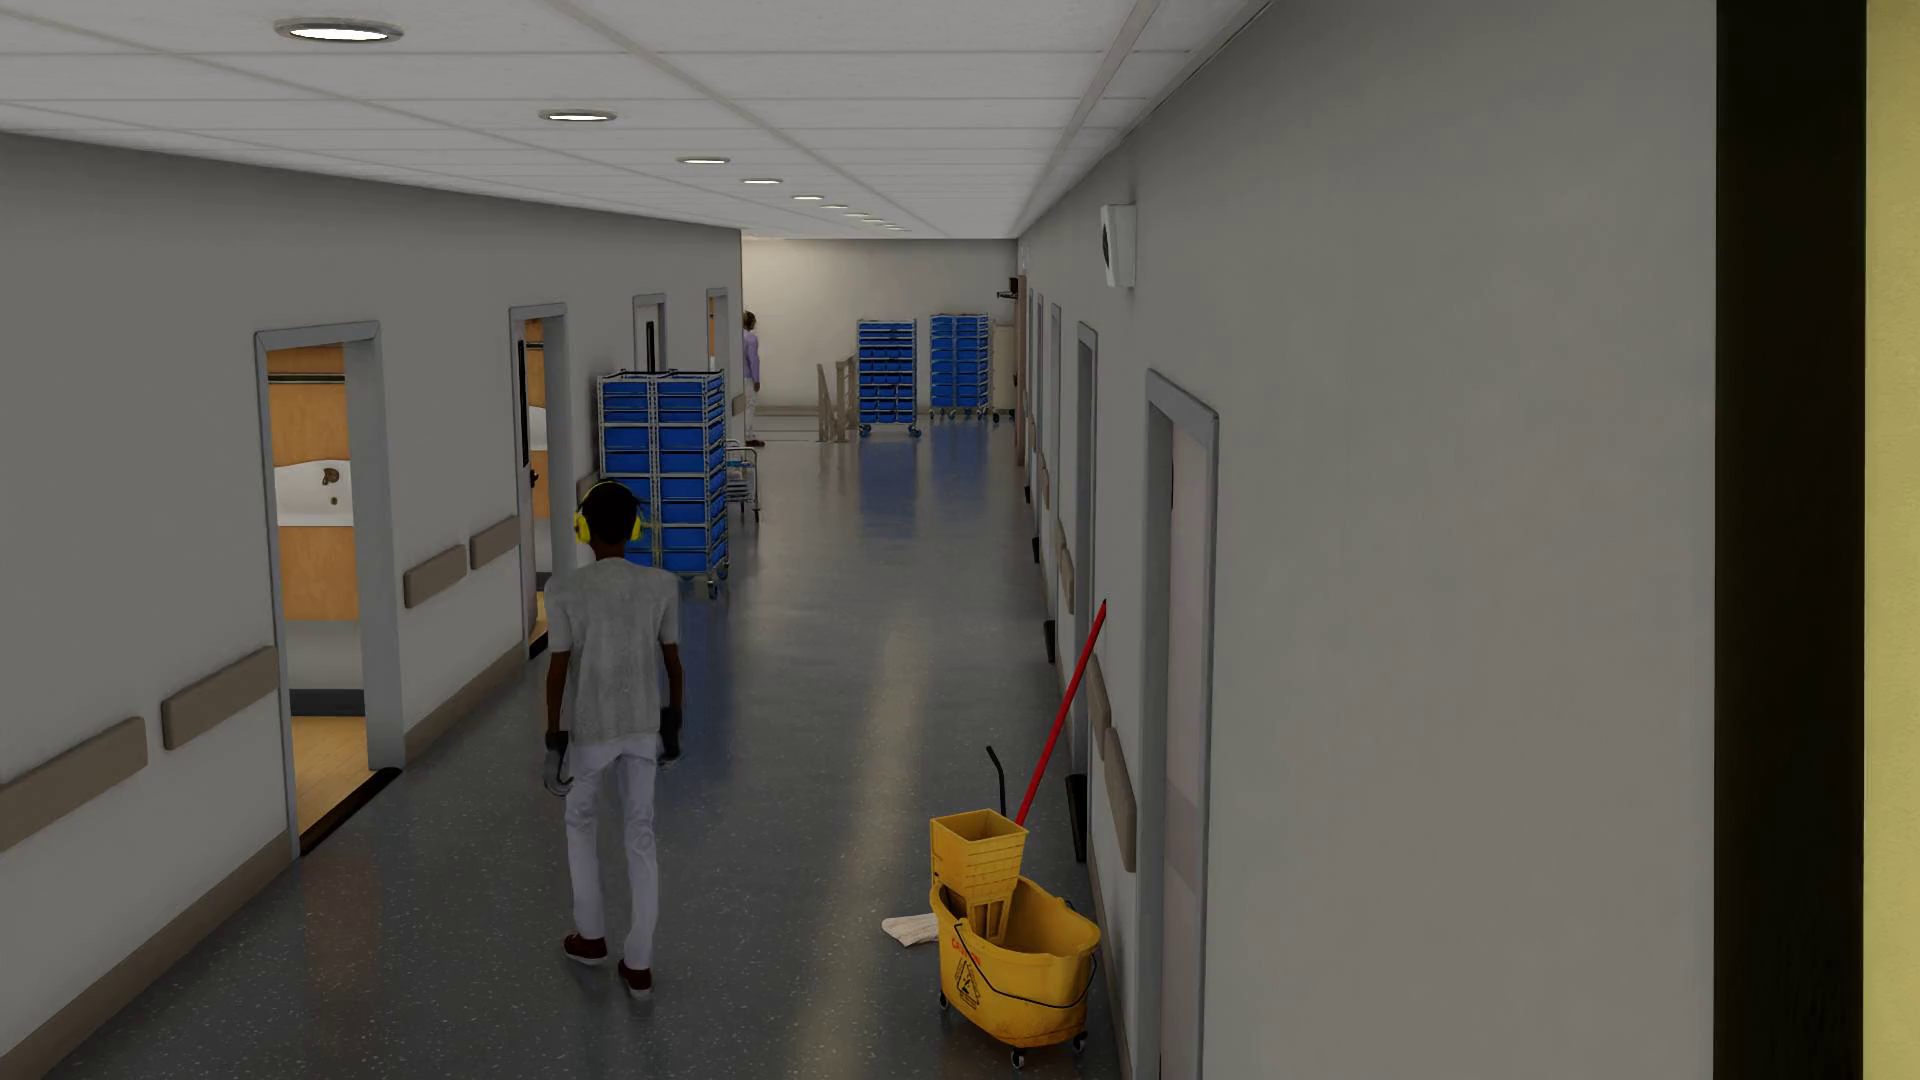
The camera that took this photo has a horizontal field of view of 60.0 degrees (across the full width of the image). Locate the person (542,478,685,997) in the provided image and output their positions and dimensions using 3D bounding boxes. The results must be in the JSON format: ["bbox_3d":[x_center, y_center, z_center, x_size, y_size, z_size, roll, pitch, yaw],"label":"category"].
[{"bbox_3d":[-1.279,0.693,6.082,0.566,1.843,0.701,-5,11,-25],"label":"person"}]
